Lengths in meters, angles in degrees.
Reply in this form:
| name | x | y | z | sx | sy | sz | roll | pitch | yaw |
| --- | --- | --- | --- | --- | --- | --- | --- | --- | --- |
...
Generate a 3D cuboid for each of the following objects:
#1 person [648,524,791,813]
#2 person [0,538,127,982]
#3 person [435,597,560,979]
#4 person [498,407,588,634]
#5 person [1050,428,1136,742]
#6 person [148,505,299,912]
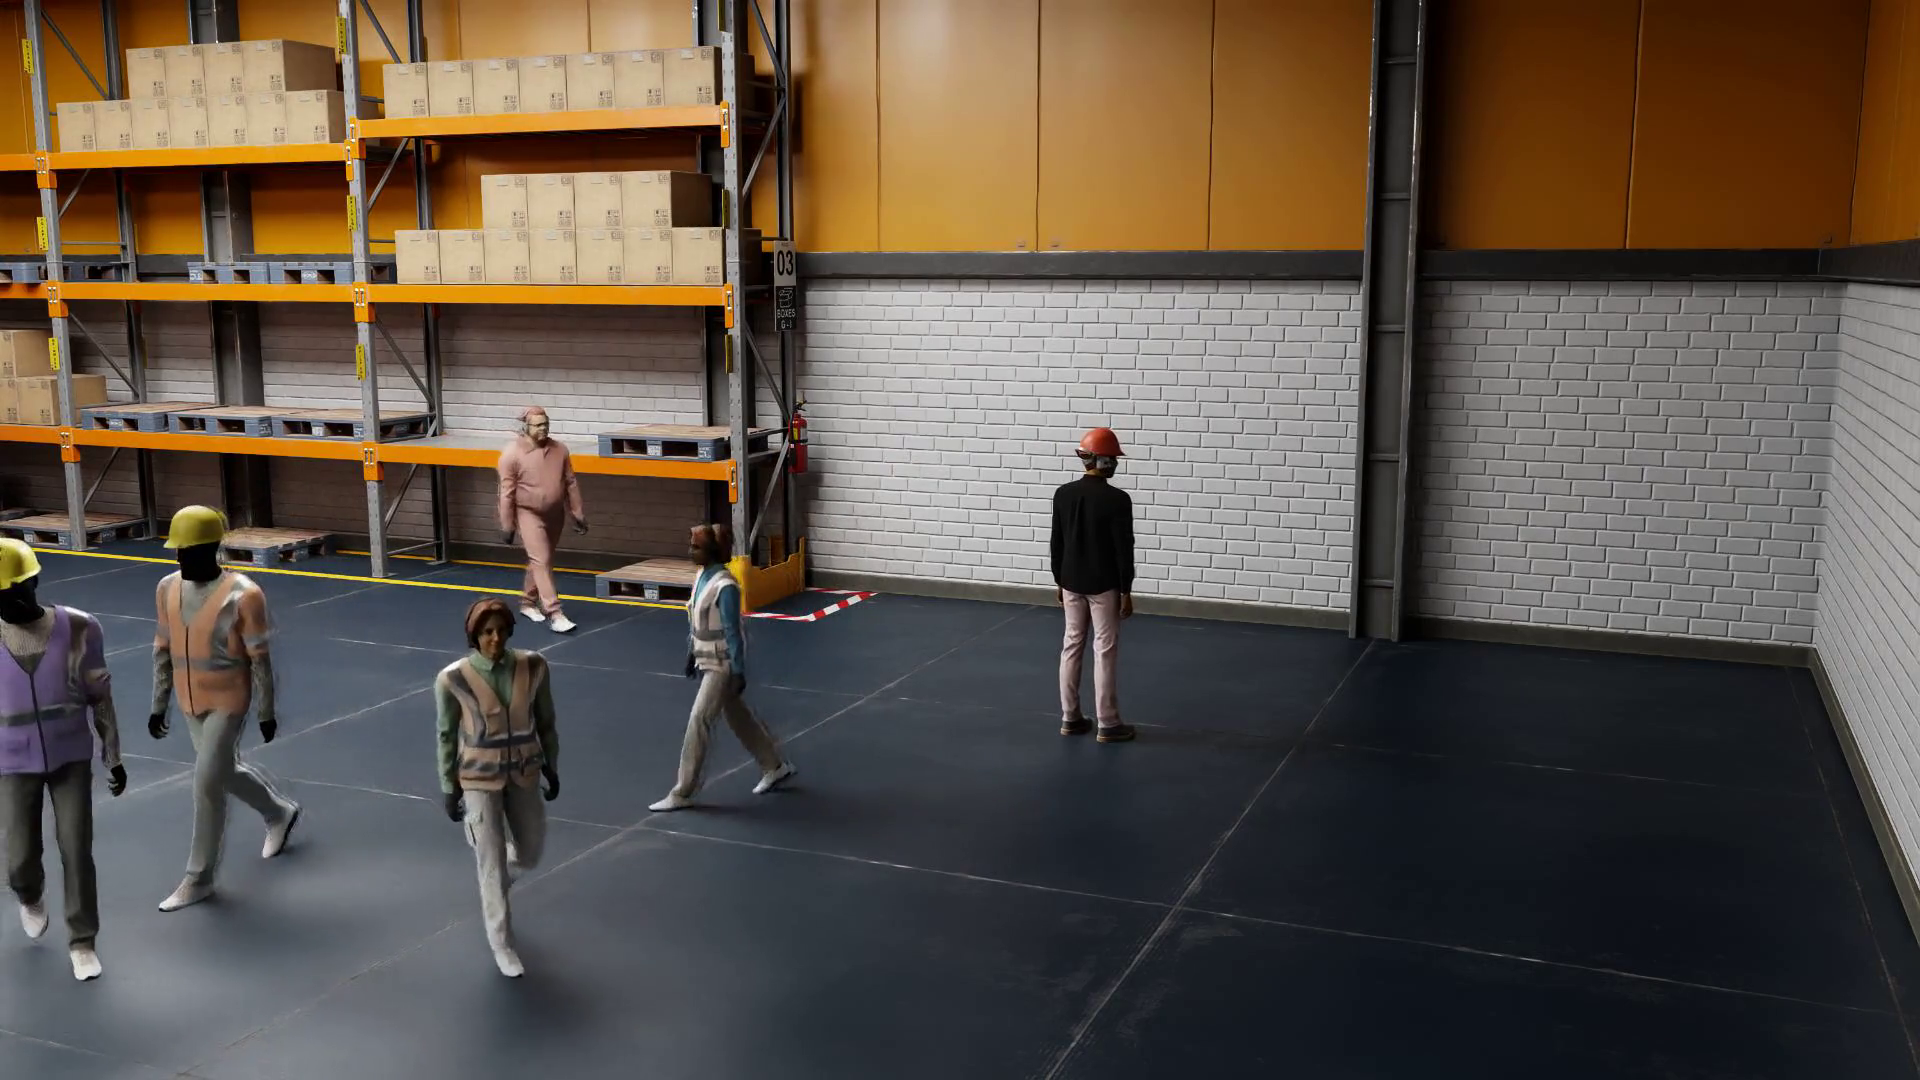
| name | x | y | z | sx | sy | sz | roll | pitch | yaw |
| --- | --- | --- | --- | --- | --- | --- | --- | --- | --- |
| person | -1.328 | 0.689 | 9.299 | 0.843 | 1.599 | 0.530 | -4 | 10 | -24 |
| person | -3.914 | 0.905 | 7.097 | 0.626 | 1.902 | 0.610 | -6 | 11 | -31 |
| person | -2.010 | 1.025 | 7.185 | 0.524 | 1.619 | 0.588 | -7 | 12 | -36 |
| person | -3.457 | -0.180 | 13.795 | 1.000 | 1.857 | 0.639 | 8 | 12 | 39 |
| person | 0.857 | 0.281 | 10.585 | 0.612 | 1.991 | 0.392 | 8 | 12 | 41 |
| person | -3.583 | 0.747 | 8.082 | 0.593 | 1.896 | 0.932 | 4 | 10 | 21 |
